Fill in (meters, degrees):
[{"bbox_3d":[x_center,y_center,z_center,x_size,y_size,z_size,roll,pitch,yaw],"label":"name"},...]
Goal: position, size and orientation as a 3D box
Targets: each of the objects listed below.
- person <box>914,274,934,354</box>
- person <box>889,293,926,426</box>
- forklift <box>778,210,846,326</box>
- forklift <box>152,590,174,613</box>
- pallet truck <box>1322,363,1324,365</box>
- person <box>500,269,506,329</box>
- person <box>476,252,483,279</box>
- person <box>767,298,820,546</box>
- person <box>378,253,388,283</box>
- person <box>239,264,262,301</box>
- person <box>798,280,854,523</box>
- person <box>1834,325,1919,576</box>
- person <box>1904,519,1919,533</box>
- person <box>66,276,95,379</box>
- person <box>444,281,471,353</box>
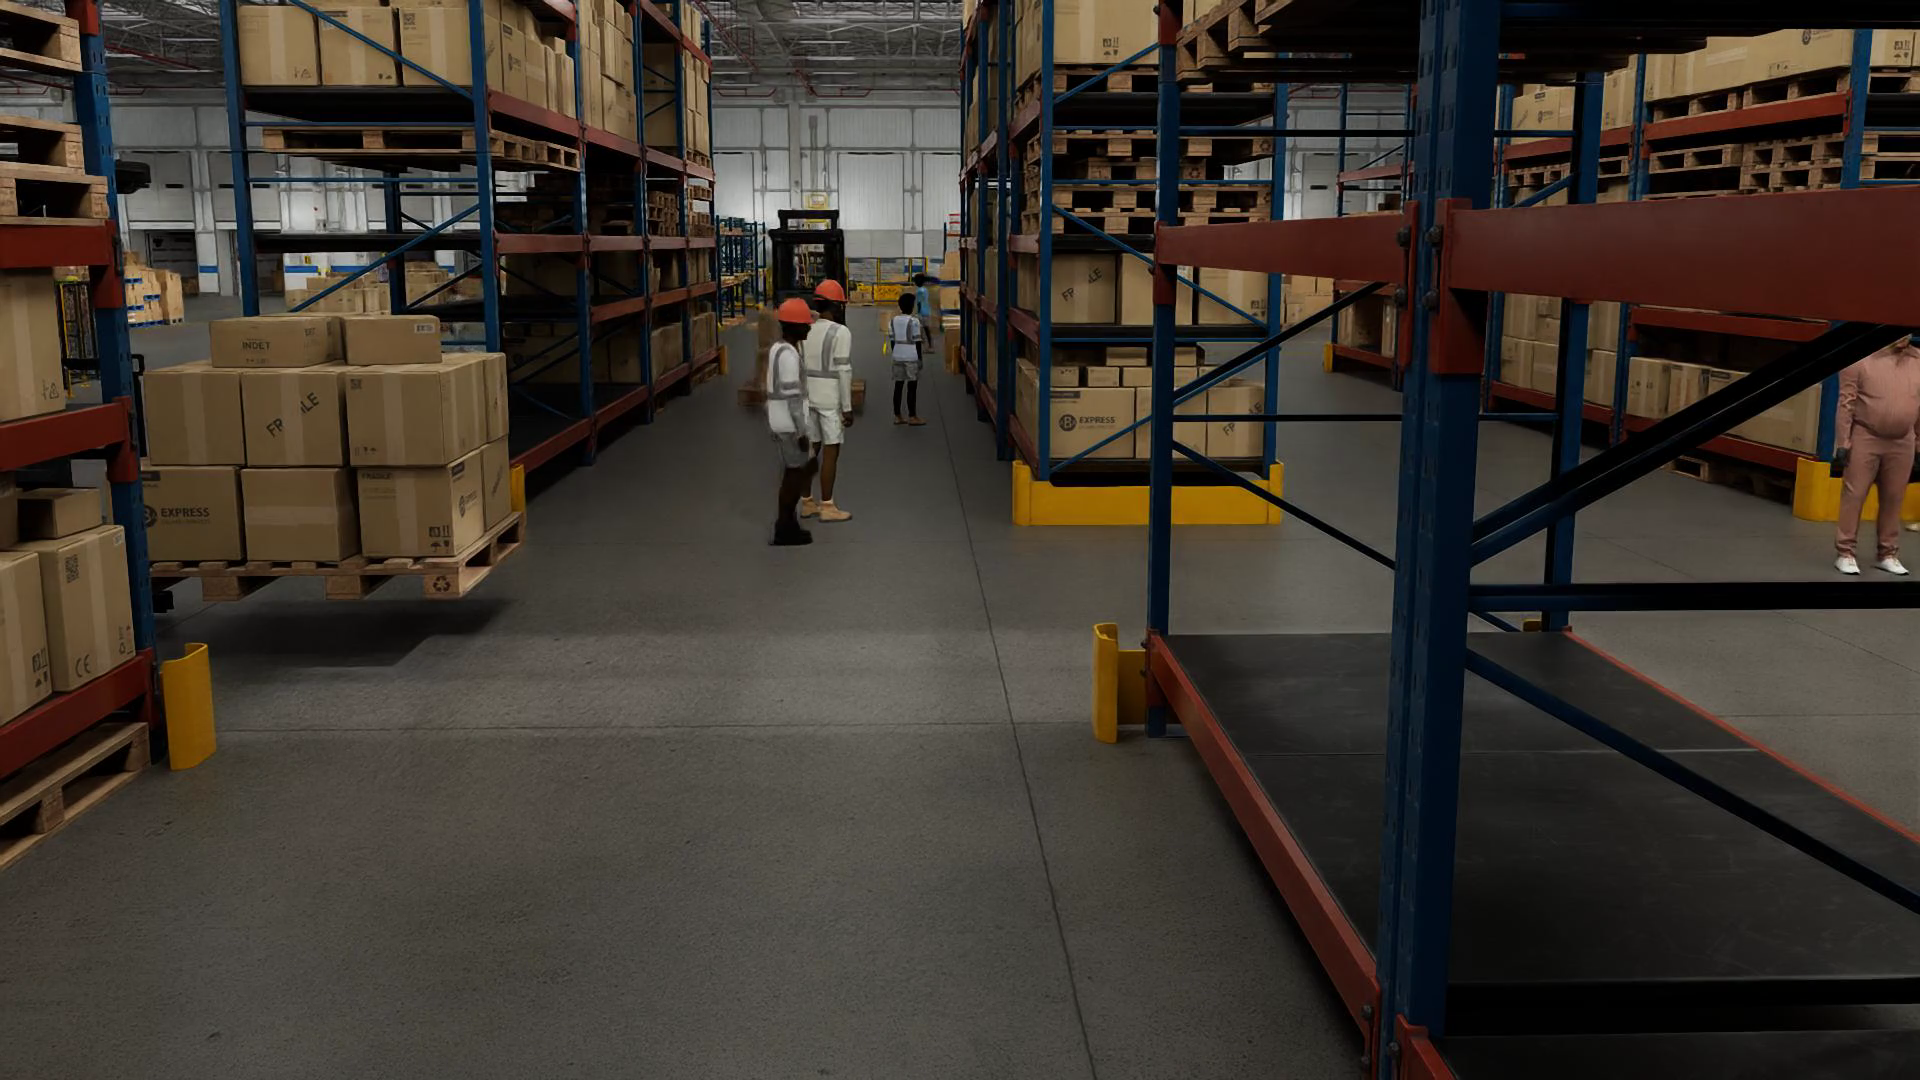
[{"bbox_3d":[-0.883,-4.731,34.845,0.740,1.663,0.551,3,11,18],"label":"person"},{"bbox_3d":[-0.677,-2.304,21.252,0.533,1.697,0.318,9,13,40],"label":"person"},{"bbox_3d":[-2.305,-3.683,25.637,1.129,2.768,1.873,0,10,-2],"label":"forklift"},{"bbox_3d":[-5.858,-0.811,9.639,1.873,2.768,1.129,-1,10,-3],"label":"forklift"},{"bbox_3d":[7.712,-4.157,30.737,1.885,1.965,0.823,3,11,16],"label":"pallet truck"},{"bbox_3d":[-12.446,-6.631,44.675,0.545,1.942,0.351,4,11,20],"label":"person"},{"bbox_3d":[-16.609,-9.014,57.675,0.982,2.000,0.710,-10,14,-43],"label":"person"},{"bbox_3d":[-1.259,-0.899,12.812,0.473,1.912,0.571,-2,10,-13],"label":"person"},{"bbox_3d":[-21.583,-9.779,62.296,0.396,1.919,0.582,0,10,1],"label":"person"},{"bbox_3d":[-27.996,-10.290,65.456,0.894,1.807,0.628,-9,14,-42],"label":"person"},{"bbox_3d":[-1.112,-1.168,14.025,0.447,2.030,0.620,-9,14,-42],"label":"person"},{"bbox_3d":[6.504,-0.691,11.716,0.642,1.900,0.399,1,10,4],"label":"person"},{"bbox_3d":[7.888,-0.875,13.322,0.425,1.687,0.535,0,10,-1],"label":"person"},{"bbox_3d":[-15.082,-3.630,28.450,0.529,1.767,0.329,9,14,42],"label":"person"},{"bbox_3d":[-9.160,-3.898,30.321,0.471,1.622,0.538,1,10,4],"label":"person"}]
